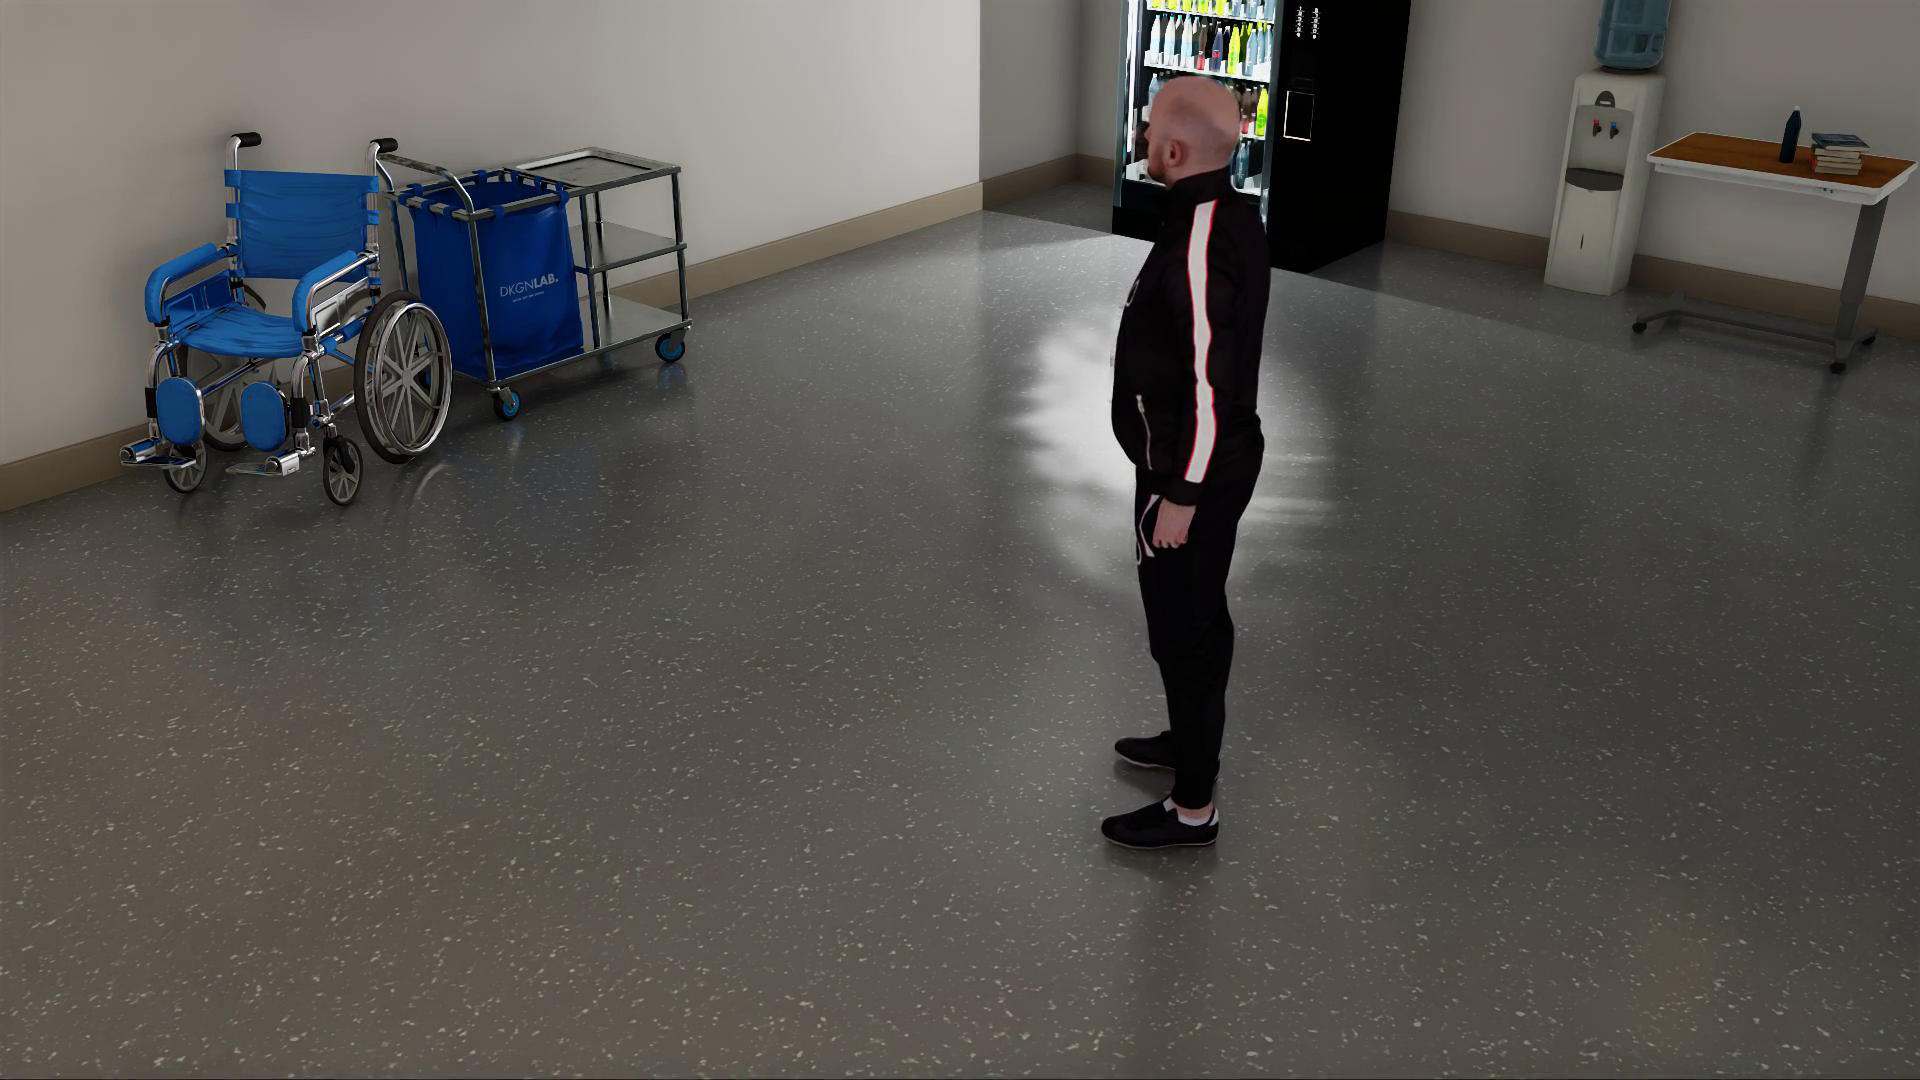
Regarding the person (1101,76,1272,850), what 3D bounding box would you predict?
[{"bbox_3d":[0.546,-0.137,3.832,0.747,1.834,0.763,6,26,11],"label":"person"}]
